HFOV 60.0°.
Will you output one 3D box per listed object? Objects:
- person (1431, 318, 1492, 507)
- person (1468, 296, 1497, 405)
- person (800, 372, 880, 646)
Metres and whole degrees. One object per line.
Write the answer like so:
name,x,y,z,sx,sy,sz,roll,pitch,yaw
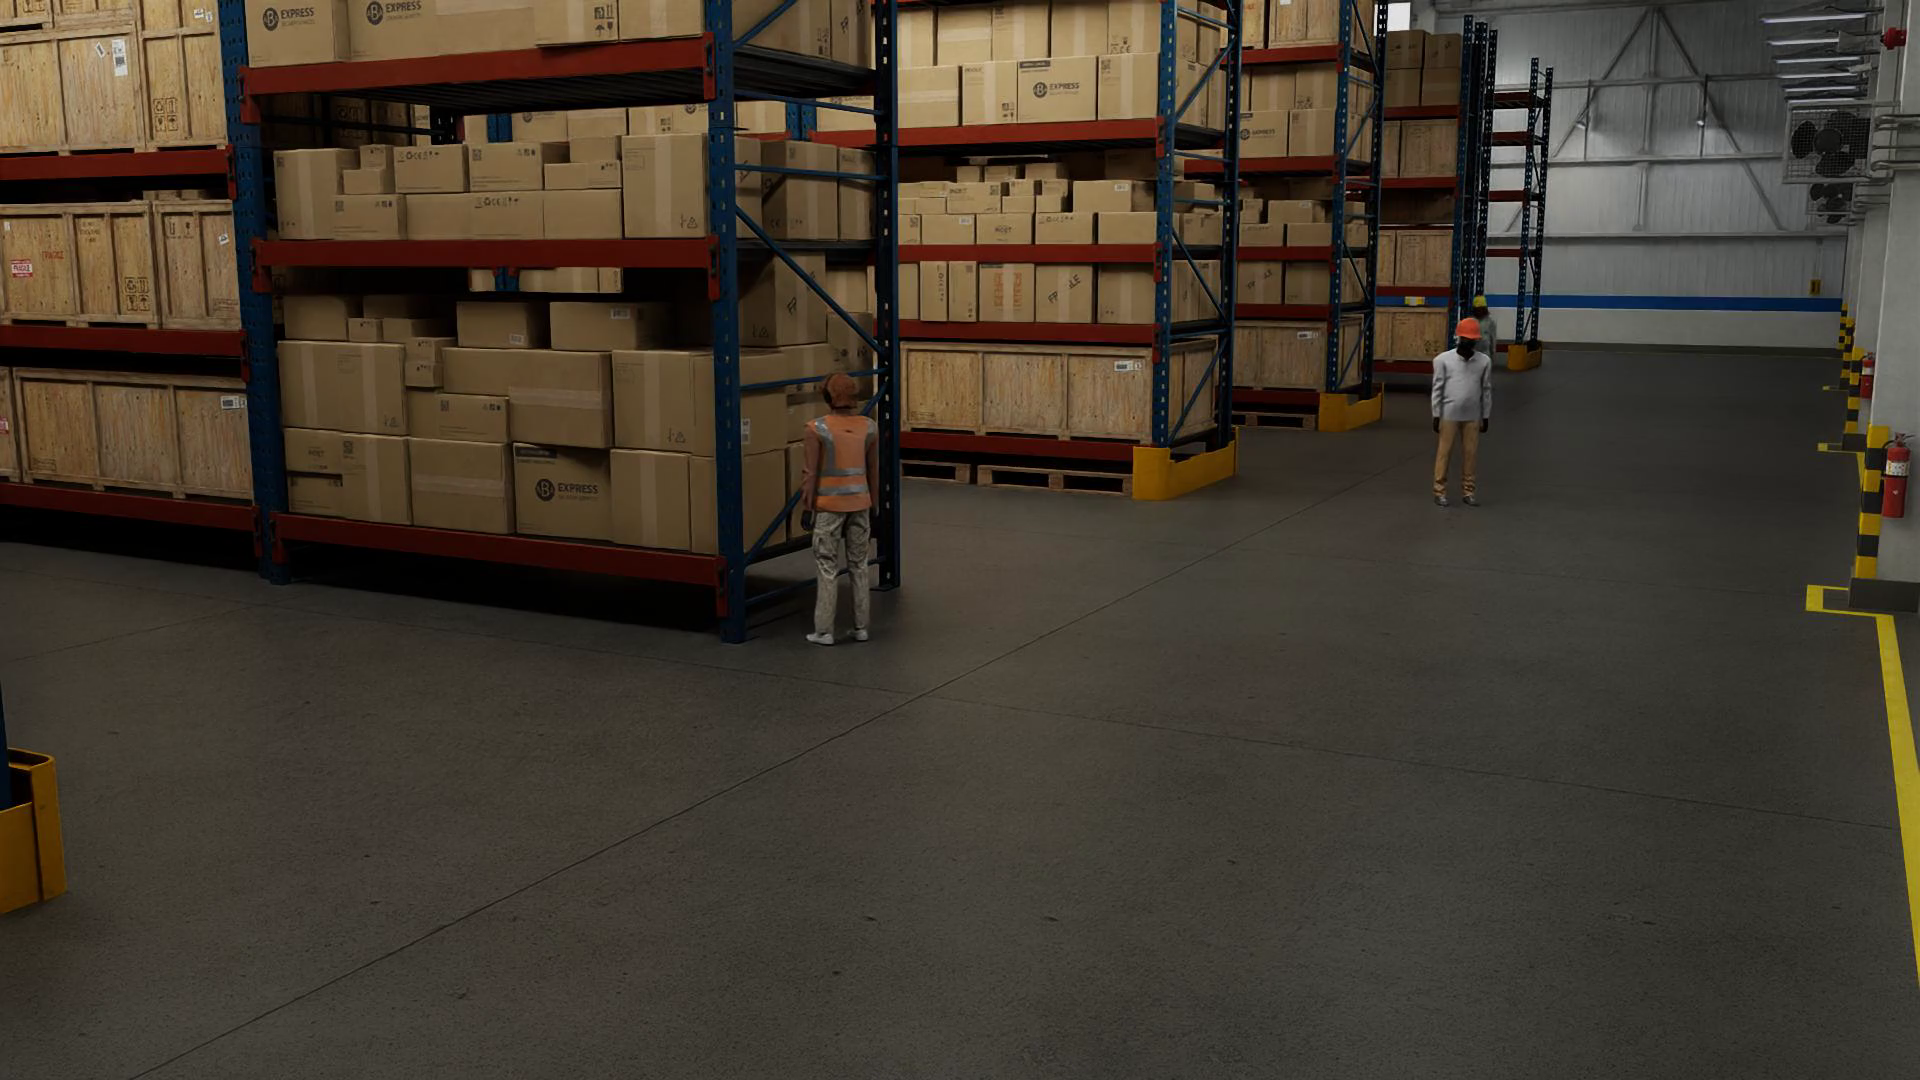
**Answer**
person,4.615,-1.166,15.286,0.569,1.743,0.349,-1,10,-3
person,7.681,-2.769,24.666,0.494,1.709,0.842,4,11,24
person,-0.703,-0.181,9.907,0.528,1.630,0.315,-6,12,-33
